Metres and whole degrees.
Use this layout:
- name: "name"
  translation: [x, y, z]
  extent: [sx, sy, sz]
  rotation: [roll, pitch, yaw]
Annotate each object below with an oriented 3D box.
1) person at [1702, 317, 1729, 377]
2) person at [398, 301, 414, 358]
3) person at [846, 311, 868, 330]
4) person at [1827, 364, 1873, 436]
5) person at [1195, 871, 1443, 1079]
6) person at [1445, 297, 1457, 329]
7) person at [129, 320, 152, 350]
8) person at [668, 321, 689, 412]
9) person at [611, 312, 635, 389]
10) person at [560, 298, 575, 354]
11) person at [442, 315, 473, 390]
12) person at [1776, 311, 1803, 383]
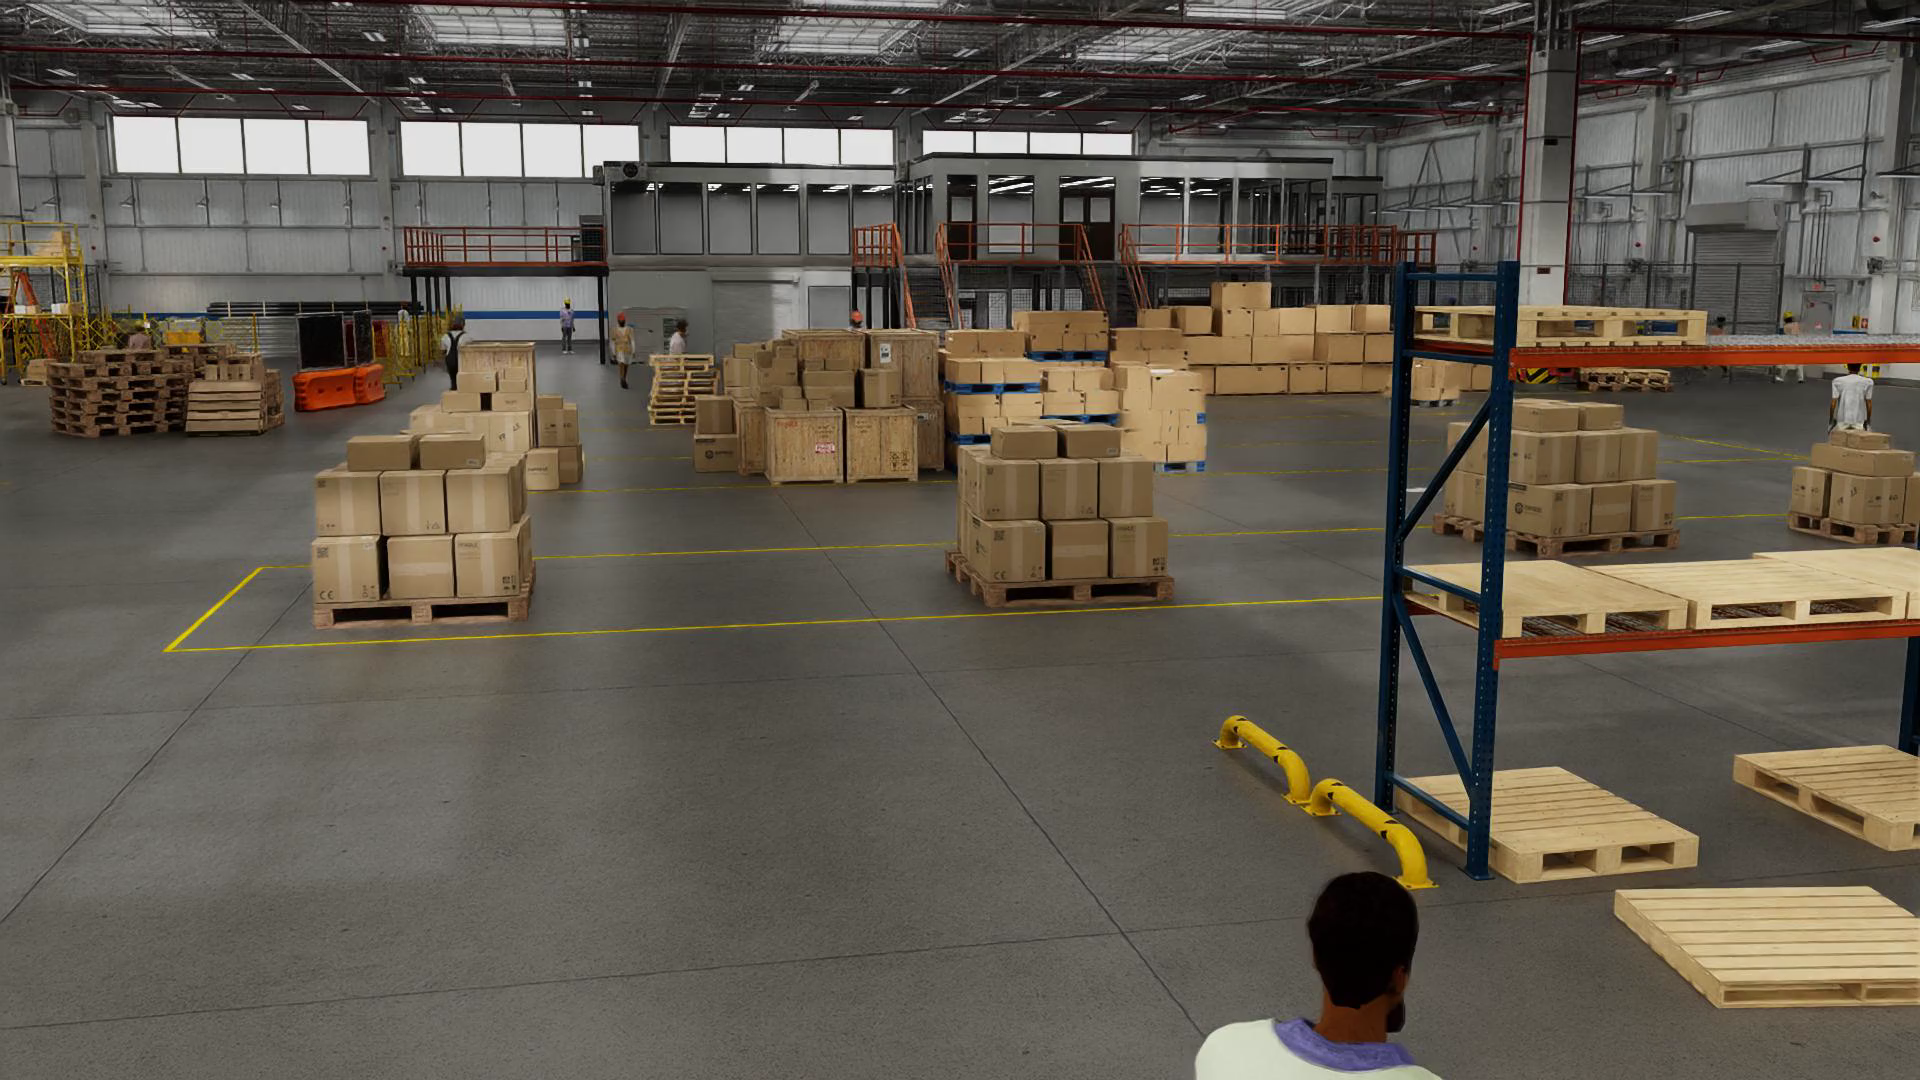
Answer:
- name: "person"
  translation: [20.855, -5.315, 45.759]
  extent: [0.542, 1.651, 0.883]
  rotation: [-5, 11, -29]
- name: "person"
  translation: [-18.395, -6.970, 55.129]
  extent: [0.572, 1.887, 0.356]
  rotation: [8, 13, 42]
- name: "person"
  translation: [-2.391, -4.274, 38.302]
  extent: [0.618, 2.024, 0.819]
  rotation: [-5, 11, -30]
- name: "person"
  translation: [11.836, -1.548, 22.132]
  extent: [0.521, 1.873, 0.334]
  rotation: [5, 11, 30]
- name: "person"
  translation: [0.695, 1.556, 3.111]
  extent: [0.584, 1.908, 0.388]
  rotation: [7, 12, 37]
- name: "person"
  translation: [18.095, -8.000, 61.338]
  extent: [0.594, 1.914, 0.960]
  rotation: [-2, 9, -9]
- name: "person"
  translation: [-19.257, -4.291, 39.182]
  extent: [0.552, 1.750, 0.365]
  rotation: [0, 9, 1]
- name: "person"
  translation: [-5.819, -3.573, 34.365]
  extent: [0.444, 1.915, 0.636]
  rotation: [-2, 9, -11]
- name: "person"
  translation: [-8.408, -4.725, 41.433]
  extent: [0.542, 1.902, 0.925]
  rotation: [-5, 10, -26]
- name: "person"
  translation: [-13.676, -7.460, 57.994]
  extent: [0.382, 1.928, 0.587]
  rotation: [7, 12, 38]
- name: "person"
  translation: [-10.331, -3.645, 34.393]
  extent: [0.688, 2.000, 0.536]
  rotation: [1, 9, 8]
- name: "person"
  translation: [21.726, -5.032, 43.430]
  extent: [0.677, 1.859, 0.963]
  rotation: [-3, 10, -20]
